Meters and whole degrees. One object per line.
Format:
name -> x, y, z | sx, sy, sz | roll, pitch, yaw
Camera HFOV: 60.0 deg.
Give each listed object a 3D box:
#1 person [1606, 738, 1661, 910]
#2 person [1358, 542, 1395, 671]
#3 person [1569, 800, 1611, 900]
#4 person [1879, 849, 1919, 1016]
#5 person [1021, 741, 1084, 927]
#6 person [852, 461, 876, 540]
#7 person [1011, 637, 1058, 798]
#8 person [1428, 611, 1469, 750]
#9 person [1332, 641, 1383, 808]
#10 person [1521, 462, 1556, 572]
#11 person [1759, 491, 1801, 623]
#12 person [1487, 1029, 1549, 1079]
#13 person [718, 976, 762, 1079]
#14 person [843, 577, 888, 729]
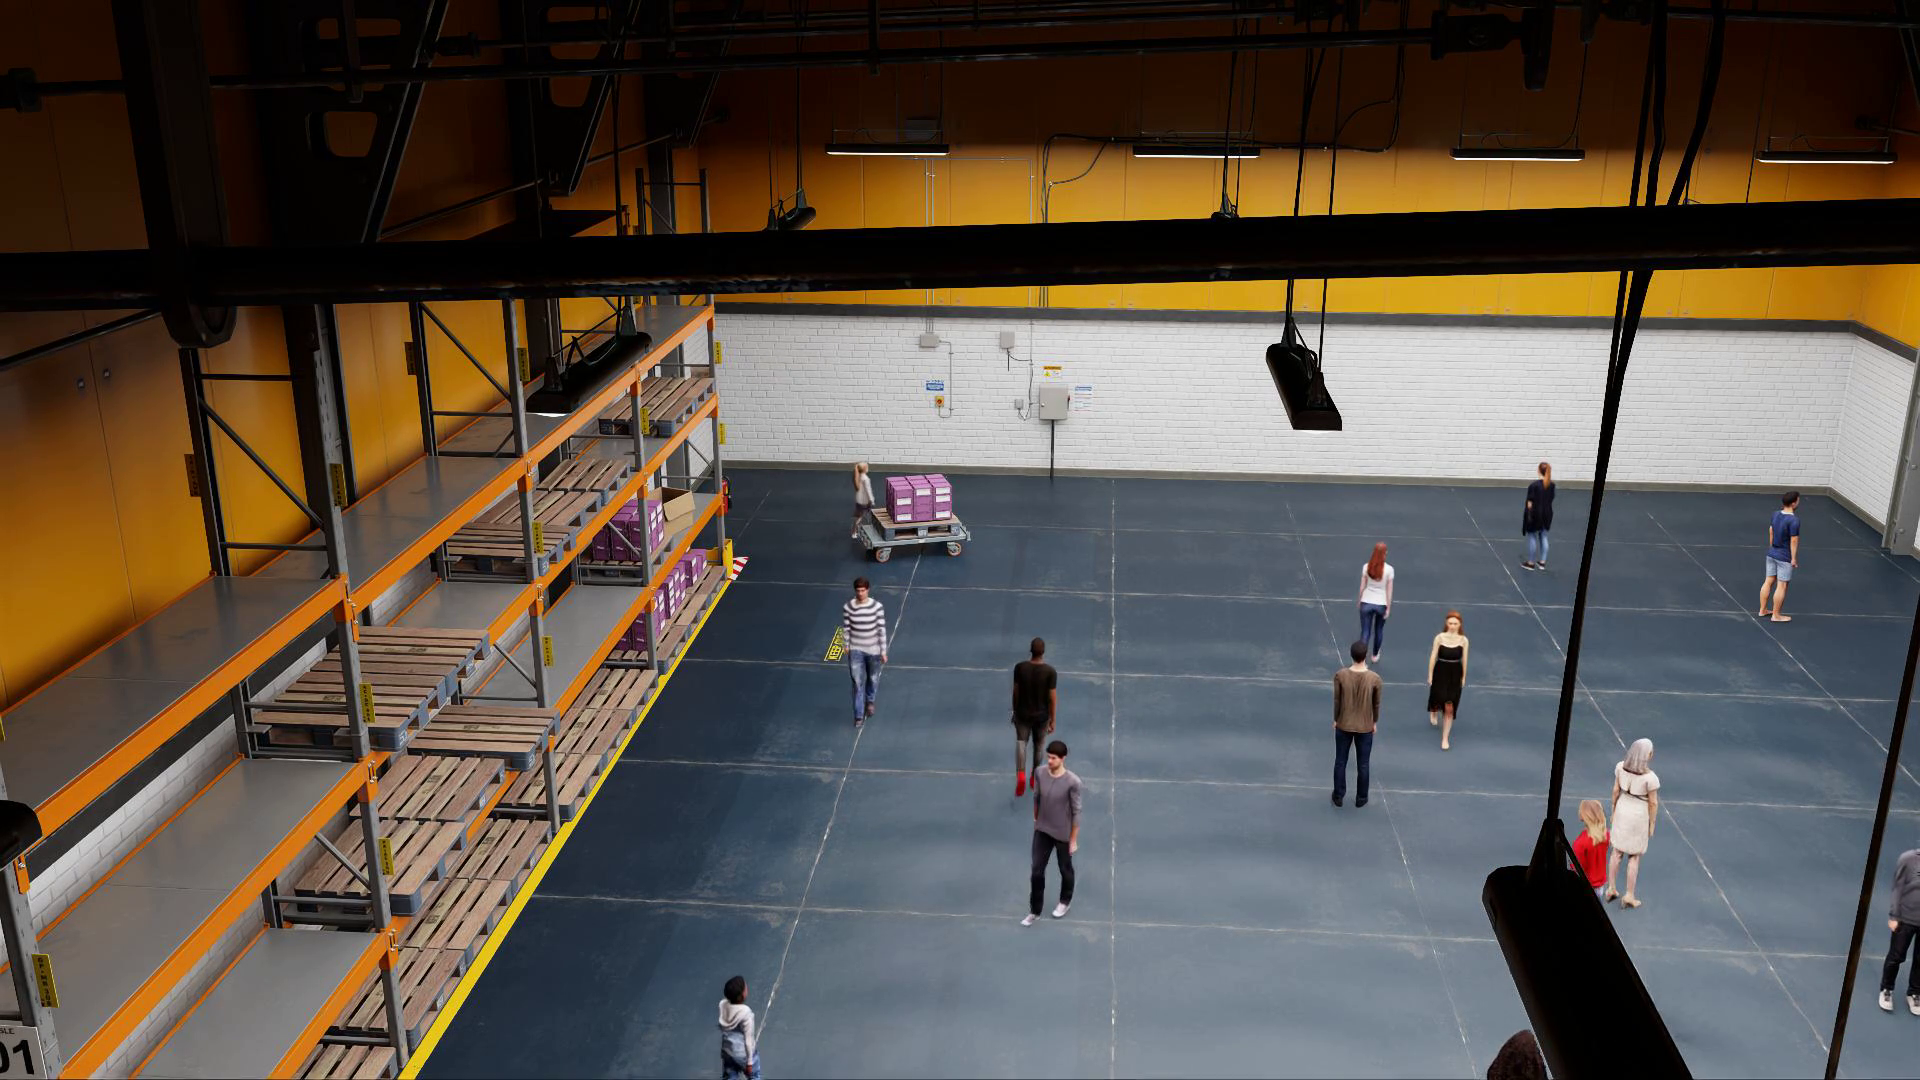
person -> 6.415, 2.695, 15.879 | 0.743, 1.736, 0.680 | -15, 23, -37
person -> 5.276, 0.902, 21.256 | 0.782, 1.702, 1.177 | 6, 20, 18
person -> 5.607, 3.111, 14.707 | 0.847, 1.695, 0.924 | -11, 22, -30
person -> 8.215, 3.228, 14.259 | 0.644, 1.760, 0.580 | 5, 19, 14
person -> 0.950, 2.706, 15.697 | 0.919, 1.831, 1.022 | 11, 21, 29
person -> -1.604, -0.619, 26.482 | 0.784, 1.250, 0.816 | -8, 20, -21
person -> 0.769, 1.935, 18.047 | 0.717, 1.792, 0.980 | 4, 19, 11
person -> 5.681, 1.579, 19.395 | 0.641, 1.607, 0.968 | 4, 19, 11
person -> 4.228, 1.967, 17.802 | 0.679, 1.889, 0.616 | 4, 19, 13
person -> 8.731, -0.369, 25.062 | 0.684, 1.682, 0.673 | -5, 19, -14
person -> 11.389, 0.214, 23.067 | 0.759, 1.850, 0.637 | -6, 20, -18
person -> 3.839, 4.199, 11.627 | 0.750, 1.599, 0.832 | 11, 21, 29
person -> -1.765, 3.965, 12.872 | 0.695, 1.248, 0.862 | 12, 22, 31
person -> -1.125, 1.296, 19.928 | 0.763, 1.803, 1.184 | -1, 19, -2
